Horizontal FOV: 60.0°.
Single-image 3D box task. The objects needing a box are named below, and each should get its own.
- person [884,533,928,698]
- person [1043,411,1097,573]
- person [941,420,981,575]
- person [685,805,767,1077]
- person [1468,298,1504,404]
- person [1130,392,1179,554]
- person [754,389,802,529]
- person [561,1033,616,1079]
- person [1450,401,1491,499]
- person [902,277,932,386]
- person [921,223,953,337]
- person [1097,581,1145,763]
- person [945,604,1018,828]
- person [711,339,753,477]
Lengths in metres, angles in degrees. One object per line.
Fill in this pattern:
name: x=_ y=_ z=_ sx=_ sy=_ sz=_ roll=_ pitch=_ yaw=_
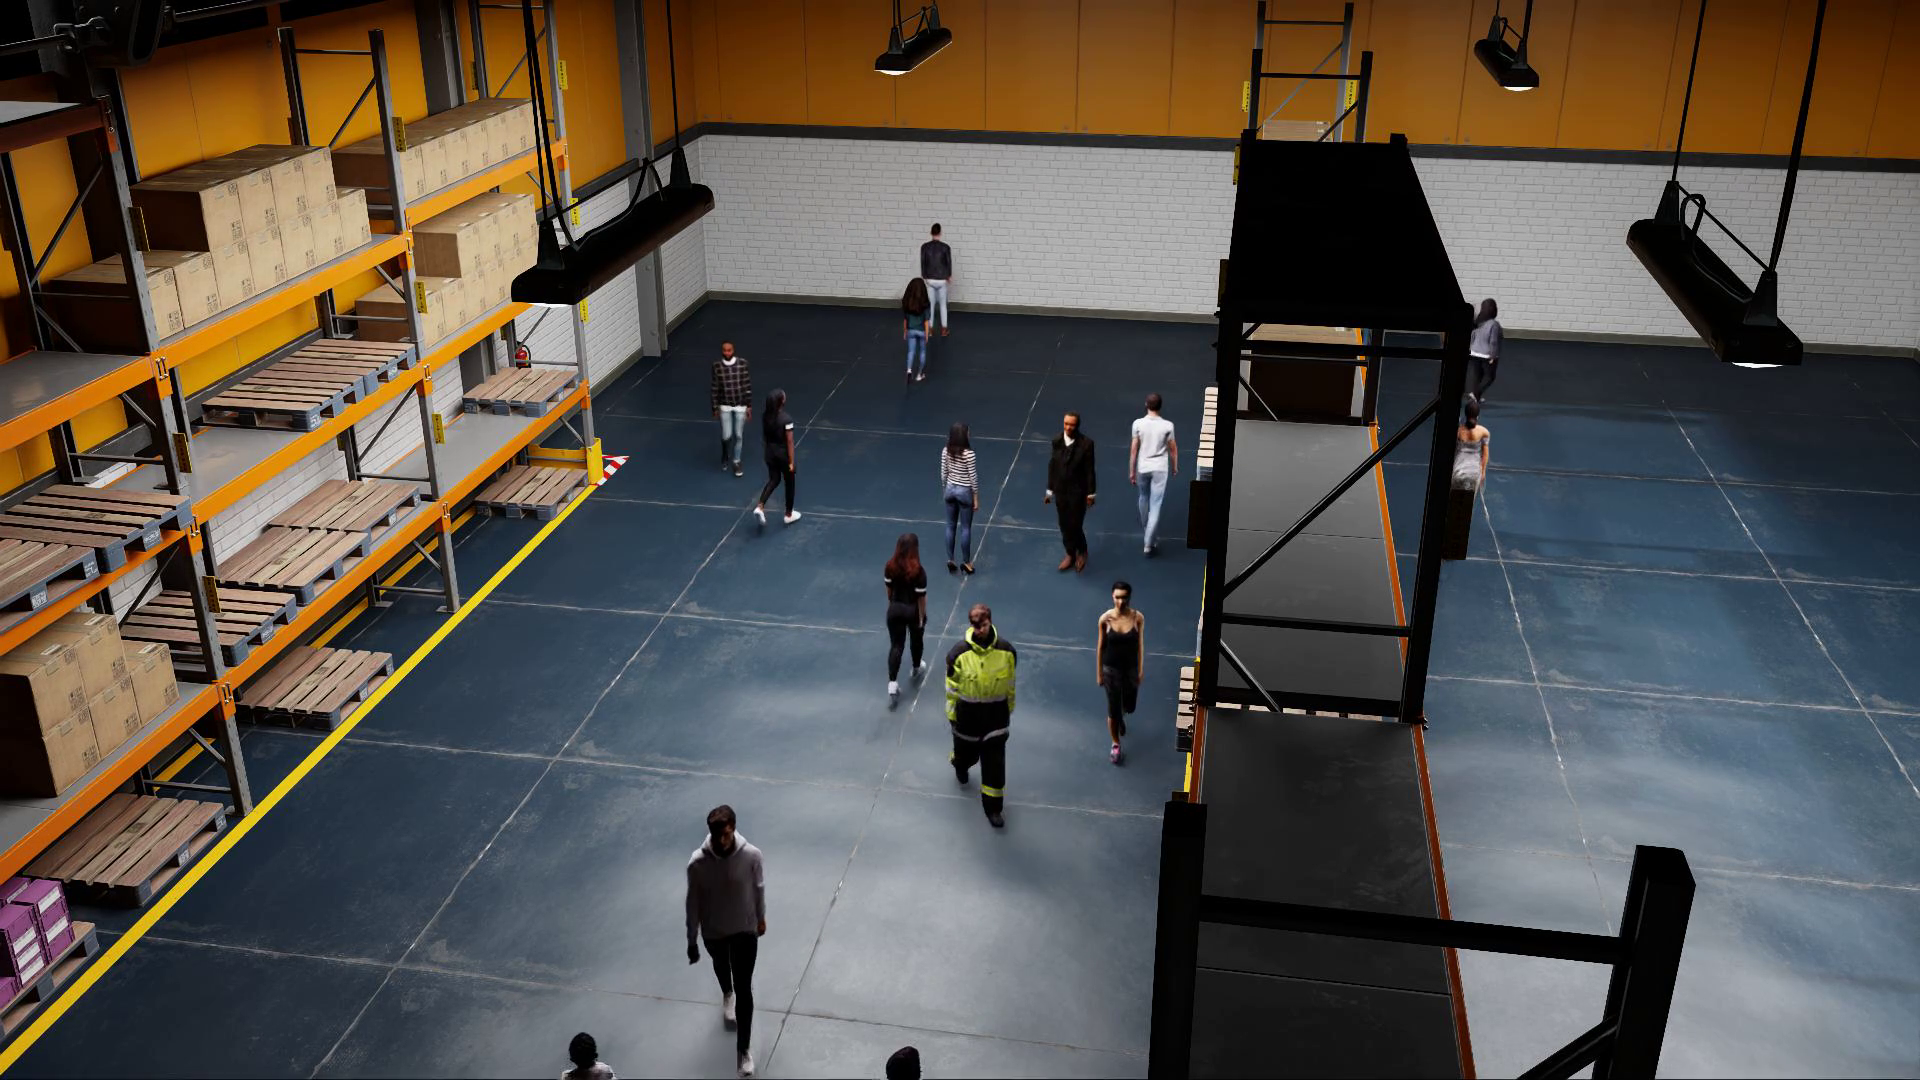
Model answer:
person: x=-0.555 y=0.736 z=15.885 sx=0.708 sy=1.604 sz=1.135 roll=7 pitch=25 yaw=17
person: x=1.285 y=-0.572 z=18.523 sx=0.808 sy=1.888 sz=0.824 roll=16 pitch=28 yaw=32
person: x=-0.008 y=-0.468 z=18.398 sx=0.649 sy=1.796 sz=0.611 roll=14 pitch=27 yaw=29
person: x=-1.589 y=2.582 z=11.325 sx=0.975 sy=1.874 sz=1.317 roll=-3 pitch=24 yaw=-8
person: x=7.404 y=-2.640 z=23.634 sx=0.961 sy=1.583 sz=0.904 roll=-15 pitch=28 yaw=-31
person: x=2.187 y=-0.733 z=18.997 sx=0.795 sy=1.802 sz=1.222 roll=8 pitch=25 yaw=18
person: x=-2.173 y=-0.932 z=19.570 sx=0.842 sy=1.709 sz=1.082 roll=14 pitch=27 yaw=29
person: x=-2.200 y=3.536 z=9.951 sx=0.741 sy=1.227 sz=0.949 roll=-6 pitch=24 yaw=-14
person: x=5.718 y=-0.657 z=18.845 sx=0.747 sy=1.785 sz=1.100 roll=9 pitch=25 yaw=21
person: x=-0.667 y=-3.058 z=24.574 sx=0.596 sy=1.596 sz=0.950 roll=5 pitch=24 yaw=12
person: x=-0.381 y=-4.200 z=26.887 sx=0.663 sy=1.836 sz=0.538 roll=3 pitch=24 yaw=6
person: x=1.427 y=1.121 z=14.858 sx=0.647 sy=1.720 sz=0.794 roll=0 pitch=24 yaw=0
person: x=0.156 y=1.391 z=13.957 sx=1.054 sy=1.949 sz=1.283 roll=-5 pitch=24 yaw=-11
person: x=-2.917 y=-1.731 z=21.283 sx=0.813 sy=1.800 sz=0.870 roll=-5 pitch=24 yaw=-12
